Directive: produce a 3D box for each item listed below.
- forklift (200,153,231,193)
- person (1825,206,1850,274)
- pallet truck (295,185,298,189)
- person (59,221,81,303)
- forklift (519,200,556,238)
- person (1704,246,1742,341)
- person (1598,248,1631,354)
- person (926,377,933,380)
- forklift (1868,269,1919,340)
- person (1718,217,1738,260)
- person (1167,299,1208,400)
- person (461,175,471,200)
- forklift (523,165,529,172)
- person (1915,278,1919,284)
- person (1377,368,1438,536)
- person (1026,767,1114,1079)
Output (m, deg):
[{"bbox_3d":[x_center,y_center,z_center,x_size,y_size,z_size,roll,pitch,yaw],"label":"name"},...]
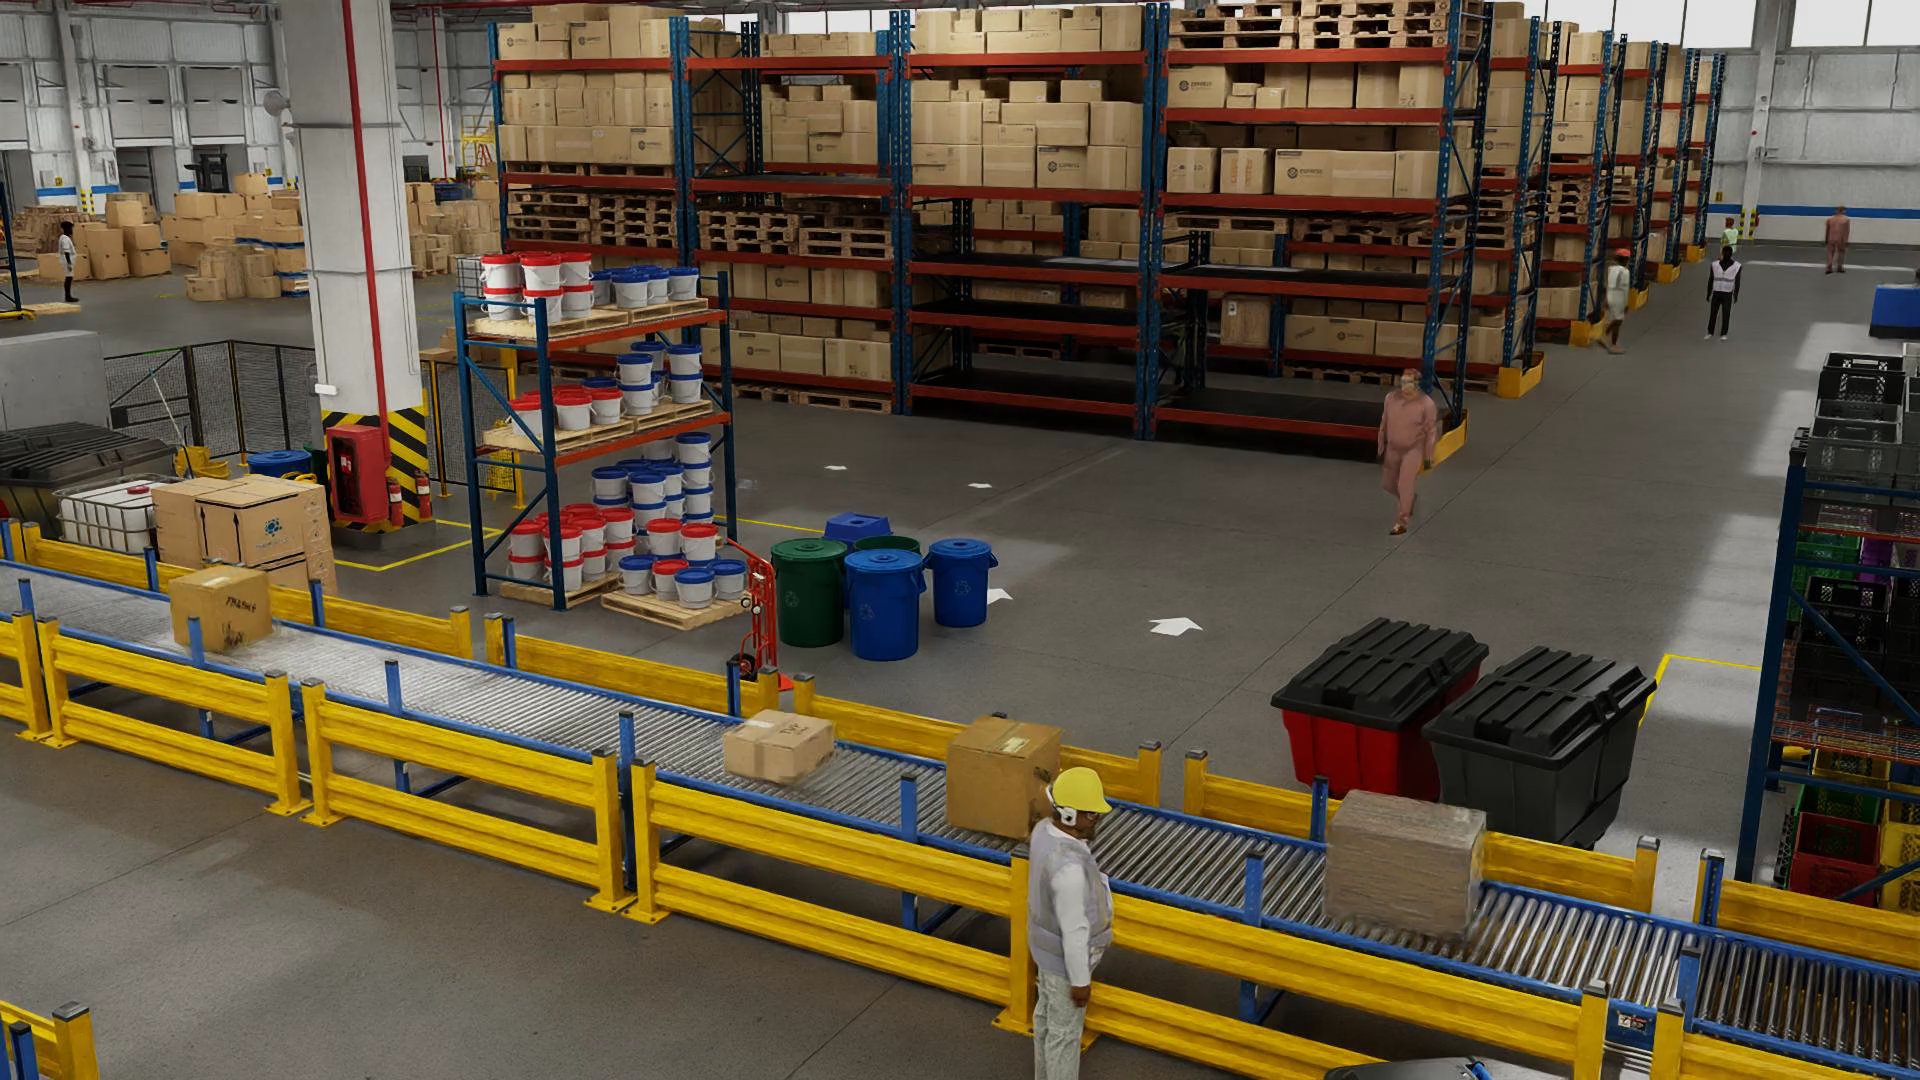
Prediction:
[{"bbox_3d":[-27.439,-12.865,61.464,1.873,2.768,1.129,8,17,28],"label":"forklift"},{"bbox_3d":[24.702,-8.446,46.762,0.840,1.873,0.685,-12,19,-39],"label":"person"},{"bbox_3d":[-26.804,-14.617,69.738,1.885,1.965,0.823,-14,20,-42],"label":"pallet truck"},{"bbox_3d":[-21.454,-6.693,40.052,0.395,1.953,0.620,-8,17,-28],"label":"person"},{"bbox_3d":[-8.431,-5.497,33.765,1.873,2.768,1.129,8,17,28],"label":"forklift"},{"bbox_3d":[15.522,-5.025,33.835,0.597,1.915,0.371,10,18,33],"label":"person"},{"bbox_3d":[12.651,-4.585,31.968,0.446,2.027,0.684,-3,15,-10],"label":"person"},{"bbox_3d":[-0.738,-3.544,28.768,0.852,1.655,0.536,8,17,29],"label":"person"},{"bbox_3d":[19.602,-5.448,33.580,1.873,2.768,1.129,8,17,28],"label":"forklift"},{"bbox_3d":[19.710,-7.350,42.708,0.563,1.847,0.389,-11,18,-35],"label":"person"},{"bbox_3d":[3.703,-3.078,27.004,0.662,1.673,0.323,-3,15,-11],"label":"person"},{"bbox_3d":[-18.871,-13.018,63.866,0.568,1.920,0.663,3,15,12],"label":"person"},{"bbox_3d":[-16.560,-13.622,64.309,1.873,2.768,1.129,3,15,10],"label":"forklift"},{"bbox_3d":[20.405,-5.223,35.237,0.508,1.572,0.925,-6,16,-23],"label":"person"},{"bbox_3d":[5.055,-1.022,18.827,0.659,1.892,0.619,13,20,41],"label":"person"},{"bbox_3d":[0.518,1.935,7.851,0.404,1.824,0.586,-2,15,-9],"label":"person"}]
